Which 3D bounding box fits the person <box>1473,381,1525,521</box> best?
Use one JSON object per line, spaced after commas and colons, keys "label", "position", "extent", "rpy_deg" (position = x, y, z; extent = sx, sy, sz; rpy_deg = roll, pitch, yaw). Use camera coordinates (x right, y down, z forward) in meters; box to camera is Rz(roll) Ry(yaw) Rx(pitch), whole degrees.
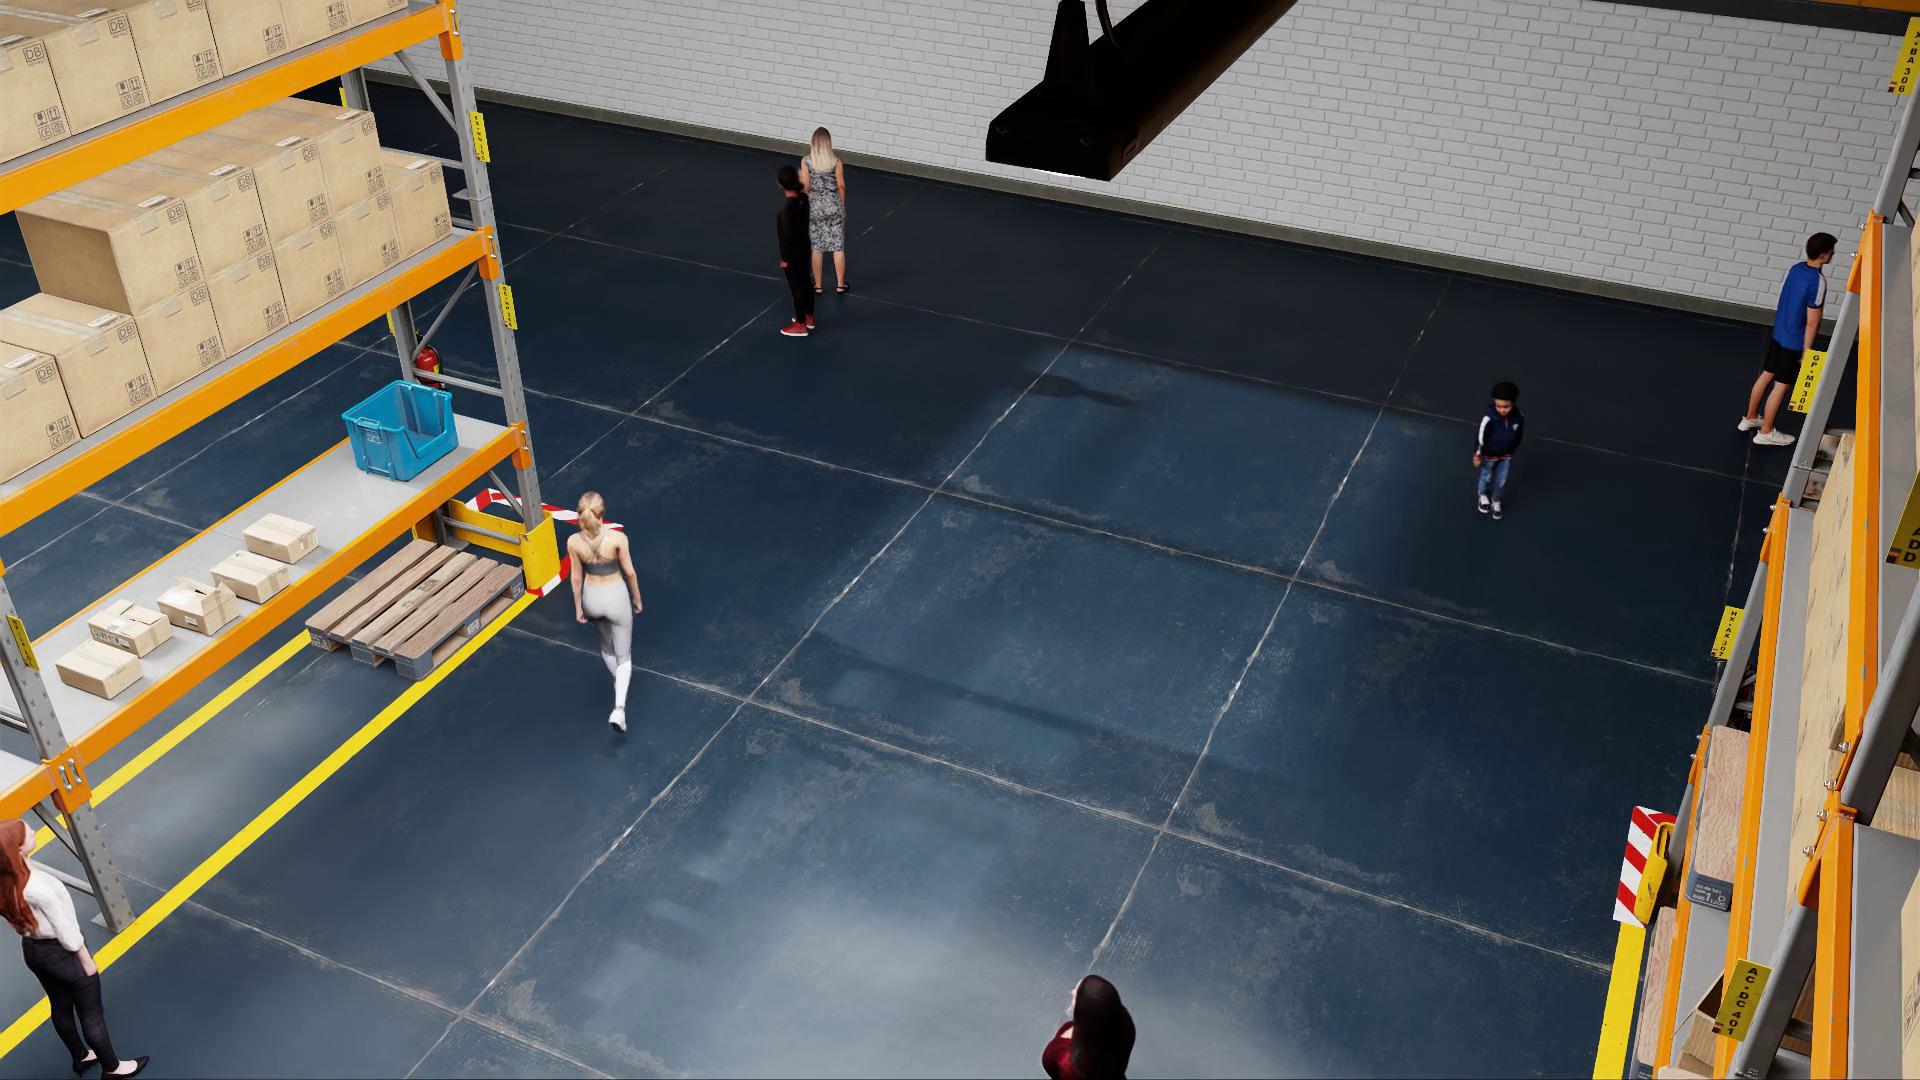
{"label": "person", "position": [4.231, -0.738, 13.062], "extent": [0.613, 1.195, 0.656], "rpy_deg": [-2, 34, -3]}

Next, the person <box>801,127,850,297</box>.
{"label": "person", "position": [-1.328, -3.218, 16.331], "extent": [0.633, 1.705, 0.624], "rpy_deg": [0, 34, 1]}

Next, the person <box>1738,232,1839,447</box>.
{"label": "person", "position": [6.950, -1.701, 13.904], "extent": [0.804, 1.865, 0.695], "rpy_deg": [-3, 34, -5]}

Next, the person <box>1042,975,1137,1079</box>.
{"label": "person", "position": [0.588, 2.602, 7.527], "extent": [0.739, 1.758, 0.561], "rpy_deg": [19, 38, 26]}

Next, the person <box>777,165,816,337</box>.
{"label": "person", "position": [-1.528, -2.723, 15.614], "extent": [0.649, 1.674, 0.453], "rpy_deg": [14, 36, 20]}

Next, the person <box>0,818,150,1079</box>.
{"label": "person", "position": [-4.516, 2.075, 8.318], "extent": [0.595, 1.760, 0.494], "rpy_deg": [14, 36, 19]}

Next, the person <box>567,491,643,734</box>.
{"label": "person", "position": [-2.296, 0.479, 10.788], "extent": [0.882, 1.683, 1.125], "rpy_deg": [-1, 34, -1]}
